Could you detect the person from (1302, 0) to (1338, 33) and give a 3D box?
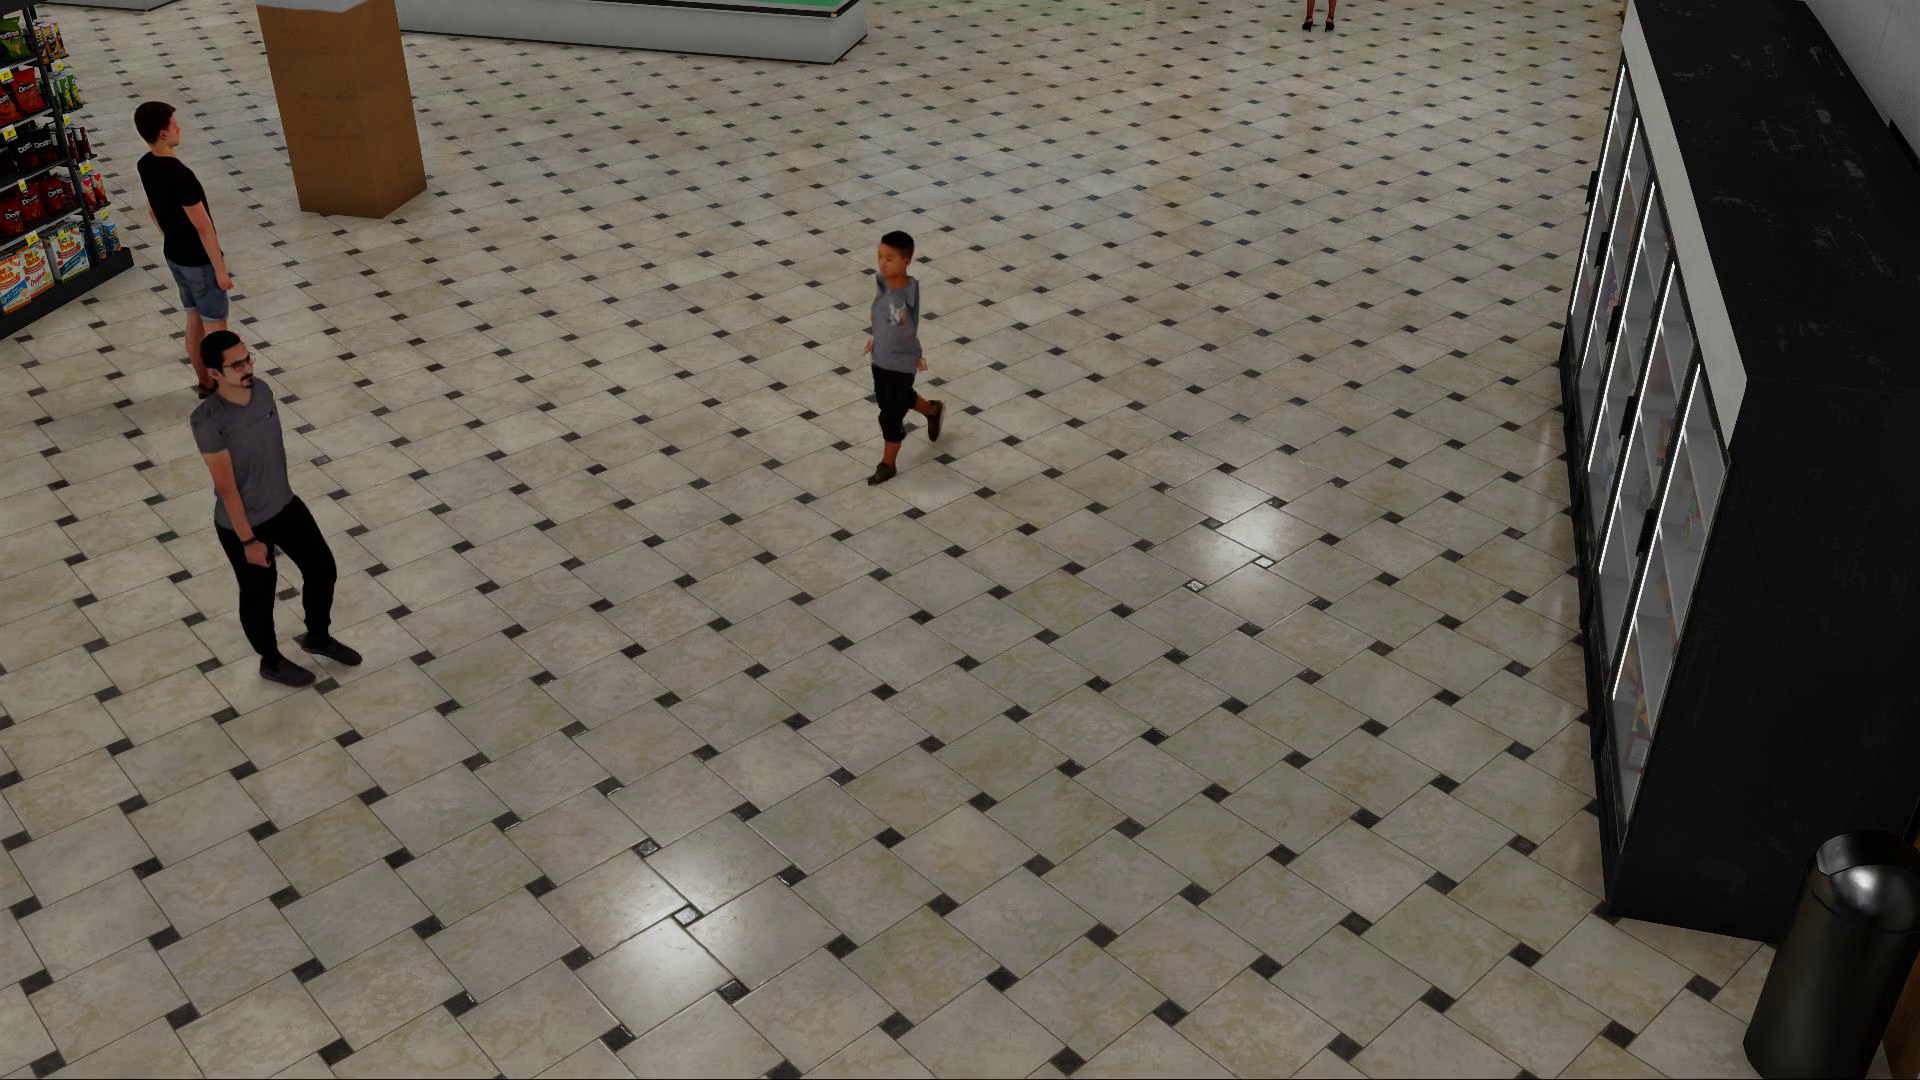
[{"bbox_3d":[3.710,-6.053,16.801,0.496,1.781,0.673,4,32,6],"label":"person"}]

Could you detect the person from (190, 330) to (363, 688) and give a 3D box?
[{"bbox_3d":[-3.142,-0.123,7.309,0.668,1.741,0.642,12,34,19],"label":"person"}]

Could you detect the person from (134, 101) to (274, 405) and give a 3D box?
[{"bbox_3d":[-4.453,-1.630,9.631,0.639,1.847,0.802,22,38,31],"label":"person"}]

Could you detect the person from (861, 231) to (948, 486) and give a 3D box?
[{"bbox_3d":[-0.313,-1.068,9.116,0.990,1.437,0.878,22,38,31],"label":"person"}]
